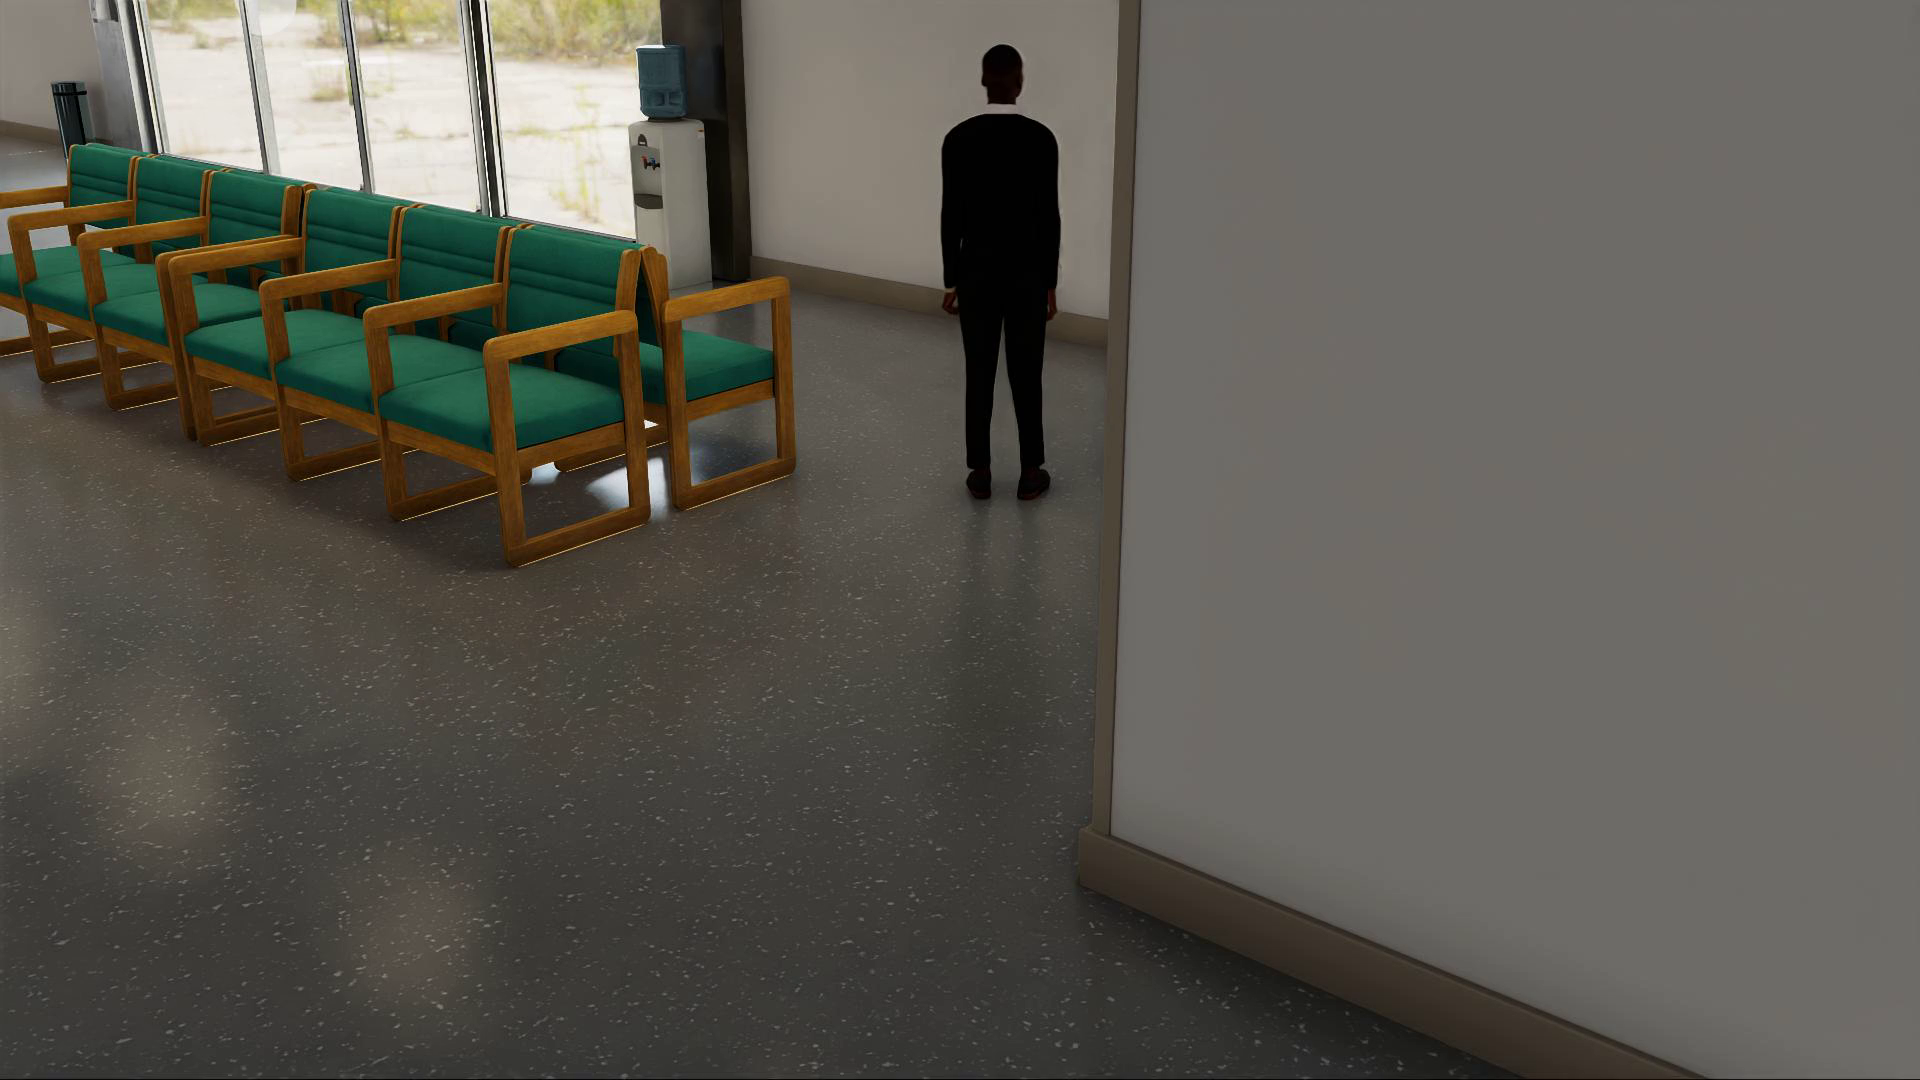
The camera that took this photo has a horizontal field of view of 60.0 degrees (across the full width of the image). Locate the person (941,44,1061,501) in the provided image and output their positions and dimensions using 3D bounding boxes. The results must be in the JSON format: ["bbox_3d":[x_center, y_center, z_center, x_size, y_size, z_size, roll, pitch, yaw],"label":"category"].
[{"bbox_3d":[0.167,-1.051,6.666,0.715,1.808,0.732,2,21,6],"label":"person"}]
